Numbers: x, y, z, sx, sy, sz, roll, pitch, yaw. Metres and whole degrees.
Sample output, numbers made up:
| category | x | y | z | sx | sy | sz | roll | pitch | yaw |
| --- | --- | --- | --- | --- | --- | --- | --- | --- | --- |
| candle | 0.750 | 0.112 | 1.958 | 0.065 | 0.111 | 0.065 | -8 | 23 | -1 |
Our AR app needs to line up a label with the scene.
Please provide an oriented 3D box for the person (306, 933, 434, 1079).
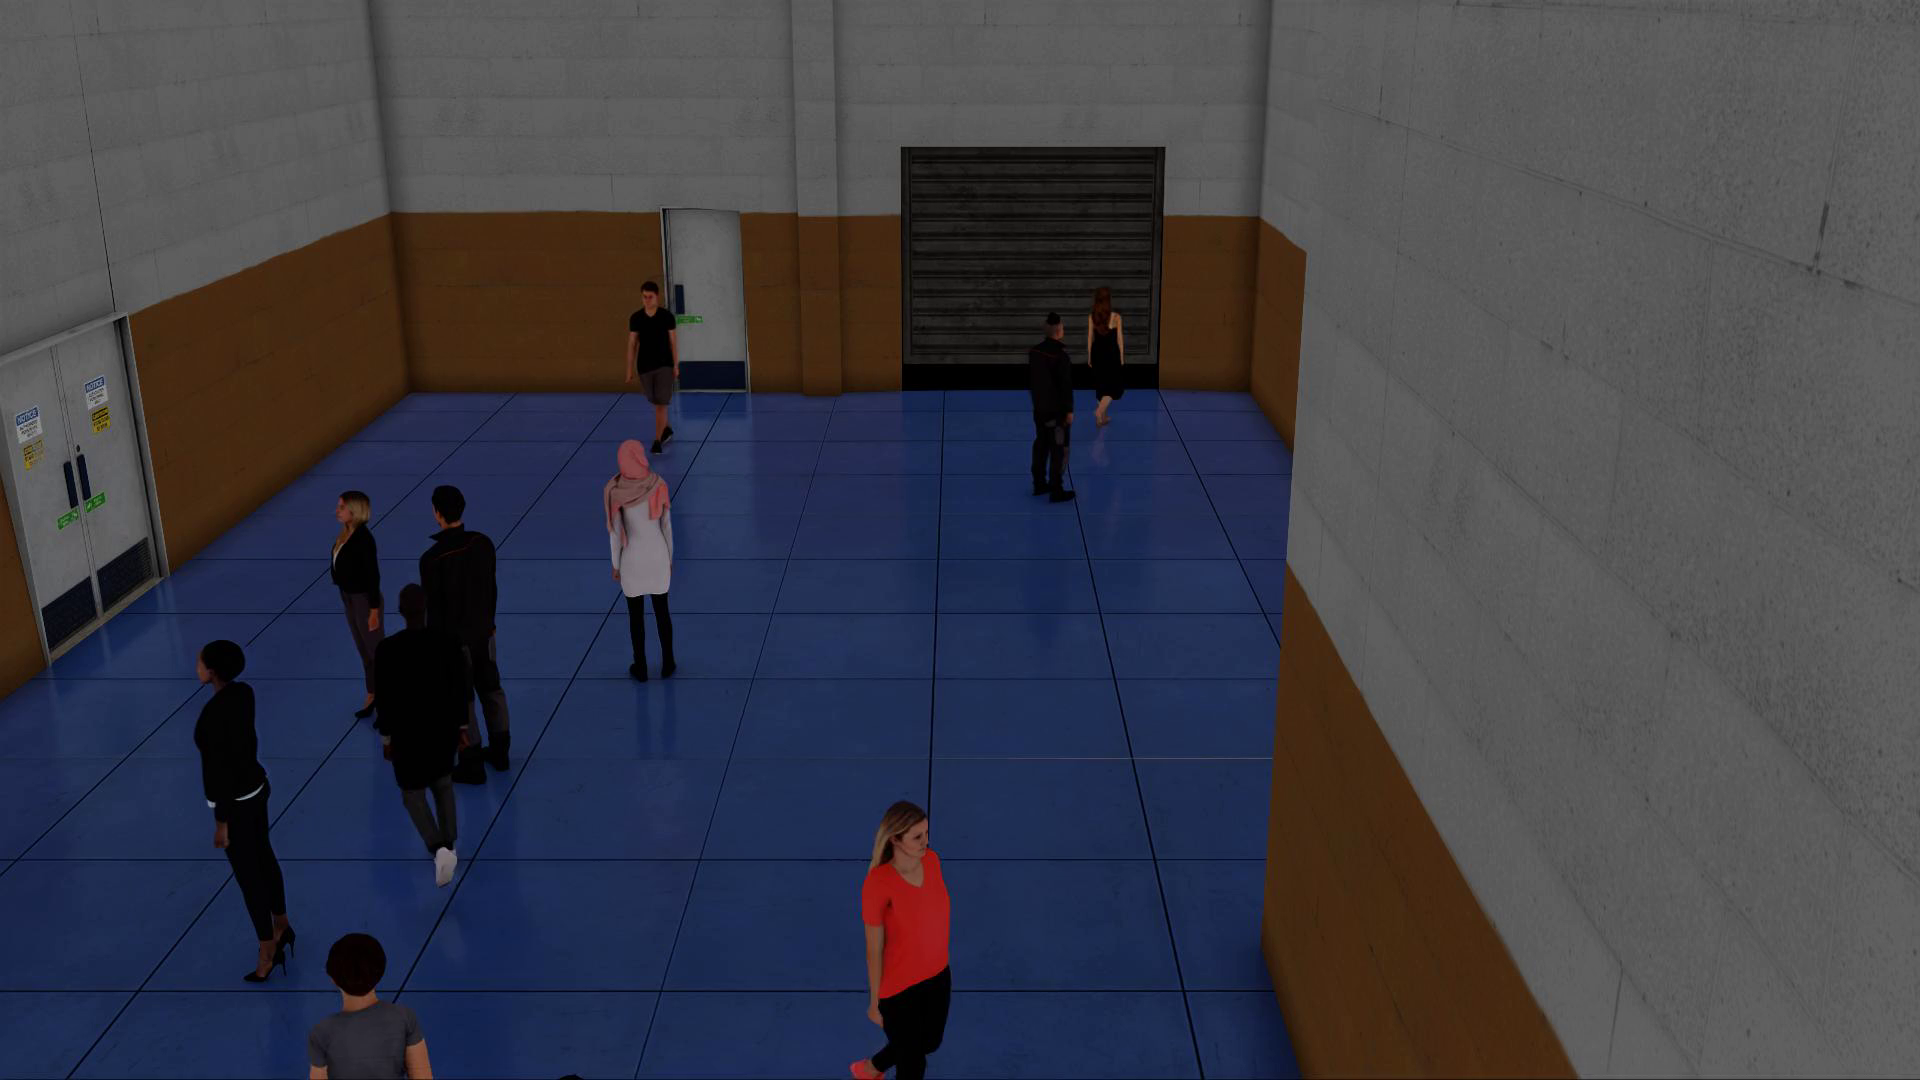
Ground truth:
| category | x | y | z | sx | sy | sz | roll | pitch | yaw |
| --- | --- | --- | --- | --- | --- | --- | --- | --- | --- |
| person | -2.145 | 2.234 | 6.080 | 0.947 | 1.635 | 0.949 | -12 | 22 | -31 |

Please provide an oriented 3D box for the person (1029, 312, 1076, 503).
| category | x | y | z | sx | sy | sz | roll | pitch | yaw |
| --- | --- | --- | --- | --- | --- | --- | --- | --- | --- |
| person | 0.890 | -1.323 | 16.262 | 0.839 | 1.861 | 0.852 | -11 | 22 | -30 |

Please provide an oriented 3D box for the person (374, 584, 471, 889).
| category | x | y | z | sx | sy | sz | roll | pitch | yaw |
| --- | --- | --- | --- | --- | --- | --- | --- | --- | --- |
| person | -2.957 | 1.117 | 9.247 | 1.025 | 1.743 | 1.007 | -9 | 21 | -25 |

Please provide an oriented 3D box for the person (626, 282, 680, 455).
| category | x | y | z | sx | sy | sz | roll | pitch | yaw |
| --- | --- | --- | --- | --- | --- | --- | --- | --- | --- |
| person | -3.271 | -1.870 | 18.000 | 1.156 | 1.809 | 0.789 | 1 | 19 | 4 |

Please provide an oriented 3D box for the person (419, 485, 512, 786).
| category | x | y | z | sx | sy | sz | roll | pitch | yaw |
| --- | --- | --- | --- | --- | --- | --- | --- | --- | --- |
| person | -3.130 | 0.587 | 10.502 | 0.802 | 1.945 | 0.796 | 11 | 22 | 30 |

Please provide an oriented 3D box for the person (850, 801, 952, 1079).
| category | x | y | z | sx | sy | sz | roll | pitch | yaw |
| --- | --- | --- | --- | --- | --- | --- | --- | --- | --- |
| person | -0.274 | 1.866 | 7.123 | 1.031 | 1.680 | 0.953 | 16 | 24 | 39 |

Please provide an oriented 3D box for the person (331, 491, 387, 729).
| category | x | y | z | sx | sy | sz | roll | pitch | yaw |
| --- | --- | --- | --- | --- | --- | --- | --- | --- | --- |
| person | -4.032 | 0.461 | 11.302 | 0.720 | 1.672 | 0.678 | -15 | 24 | -37 |

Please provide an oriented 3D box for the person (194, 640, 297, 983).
| category | x | y | z | sx | sy | sz | roll | pitch | yaw |
| --- | --- | --- | --- | --- | --- | --- | --- | --- | --- |
| person | -3.616 | 1.360 | 8.382 | 0.510 | 1.834 | 0.605 | 0 | 19 | -1 |

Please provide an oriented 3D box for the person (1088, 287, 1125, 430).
| category | x | y | z | sx | sy | sz | roll | pitch | yaw |
| --- | --- | --- | --- | --- | --- | --- | --- | --- | --- |
| person | 1.616 | -2.032 | 18.795 | 0.908 | 1.609 | 0.875 | 10 | 21 | 26 |

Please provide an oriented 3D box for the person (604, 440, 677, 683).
| category | x | y | z | sx | sy | sz | roll | pitch | yaw |
| --- | --- | --- | --- | --- | --- | --- | --- | --- | --- |
| person | -2.288 | 0.147 | 12.028 | 0.618 | 1.803 | 0.751 | -6 | 19 | -16 |
